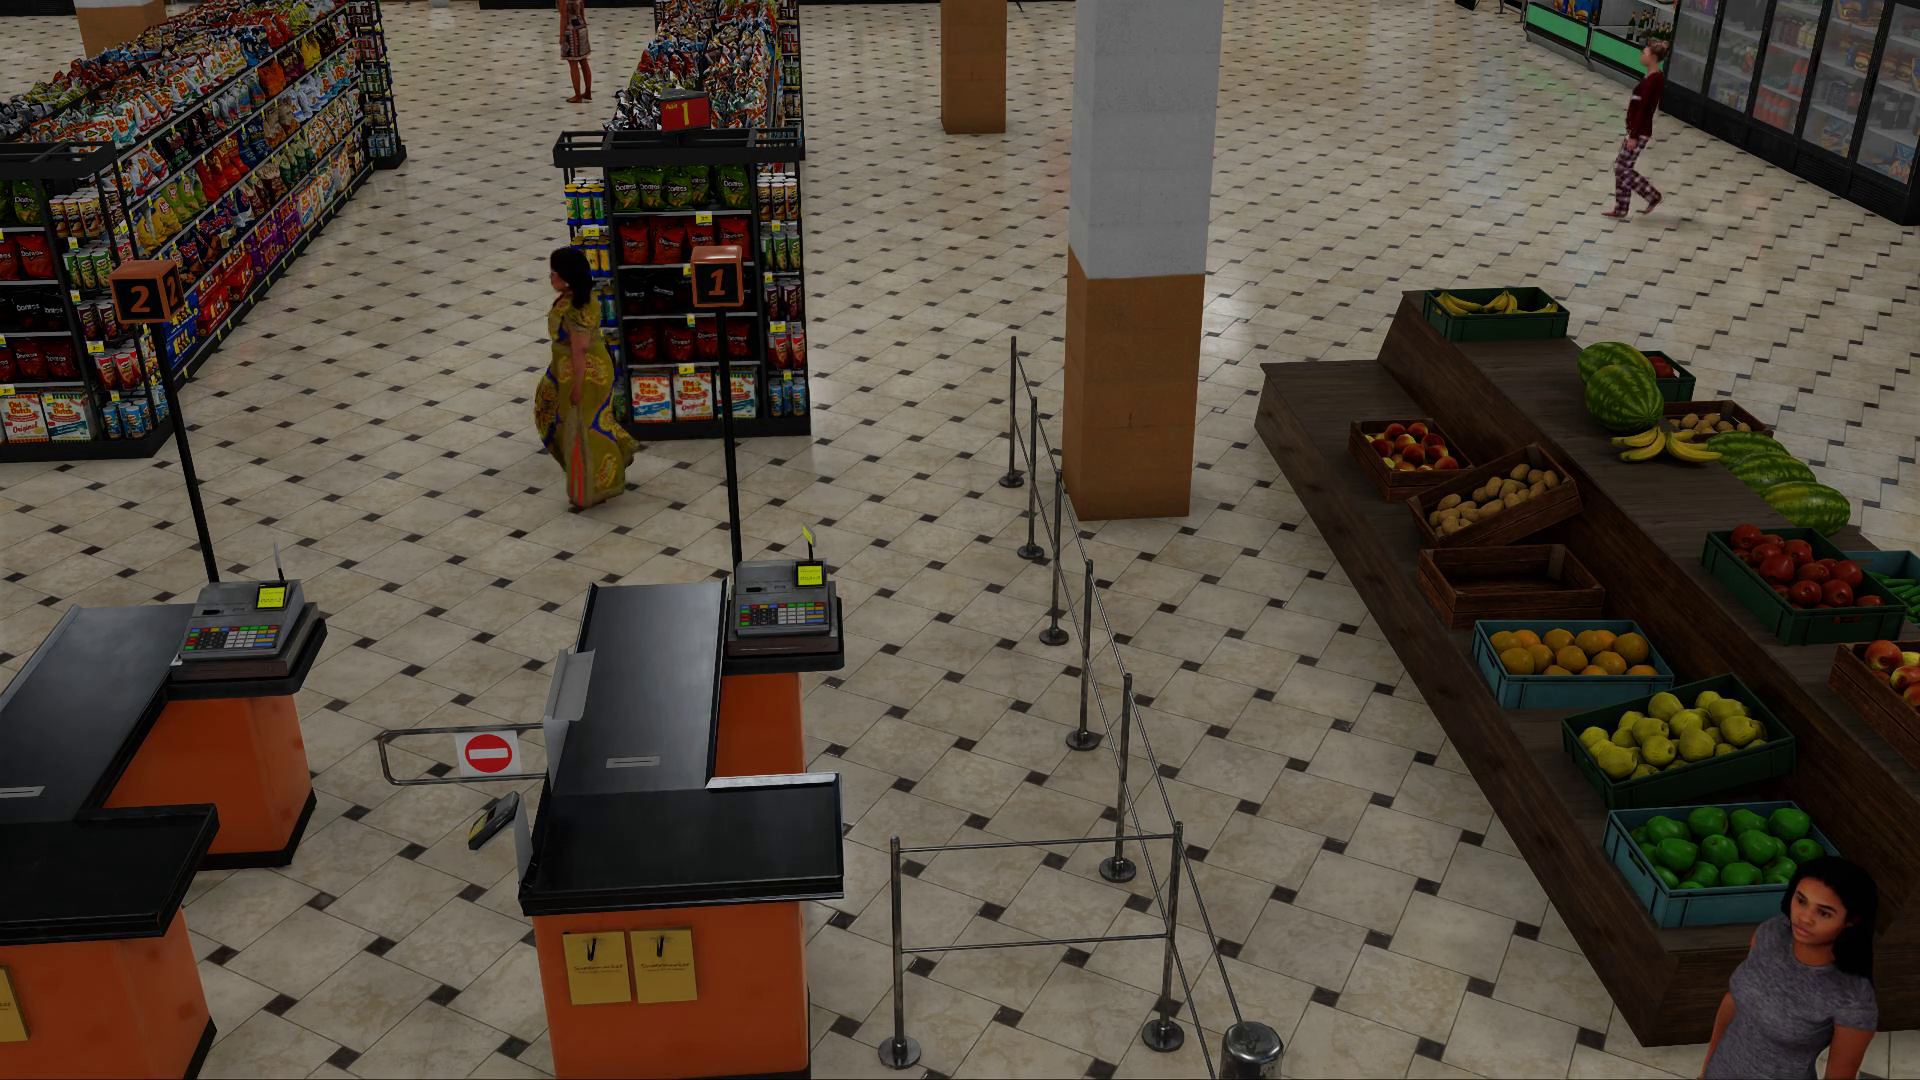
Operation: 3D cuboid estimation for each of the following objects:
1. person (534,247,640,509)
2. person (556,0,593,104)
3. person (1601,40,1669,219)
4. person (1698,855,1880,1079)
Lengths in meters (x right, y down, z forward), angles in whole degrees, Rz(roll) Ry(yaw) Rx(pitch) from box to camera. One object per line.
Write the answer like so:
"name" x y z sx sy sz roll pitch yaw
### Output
"person" -2.225 -0.996 10.175 0.894 1.649 0.879 -8 28 -16
"person" -4.776 -6.265 20.572 0.784 1.643 0.668 14 30 25
"person" 6.513 -3.863 15.787 0.868 1.686 0.826 10 29 20
"person" 2.323 1.656 4.802 0.687 1.780 0.521 -8 28 -14
